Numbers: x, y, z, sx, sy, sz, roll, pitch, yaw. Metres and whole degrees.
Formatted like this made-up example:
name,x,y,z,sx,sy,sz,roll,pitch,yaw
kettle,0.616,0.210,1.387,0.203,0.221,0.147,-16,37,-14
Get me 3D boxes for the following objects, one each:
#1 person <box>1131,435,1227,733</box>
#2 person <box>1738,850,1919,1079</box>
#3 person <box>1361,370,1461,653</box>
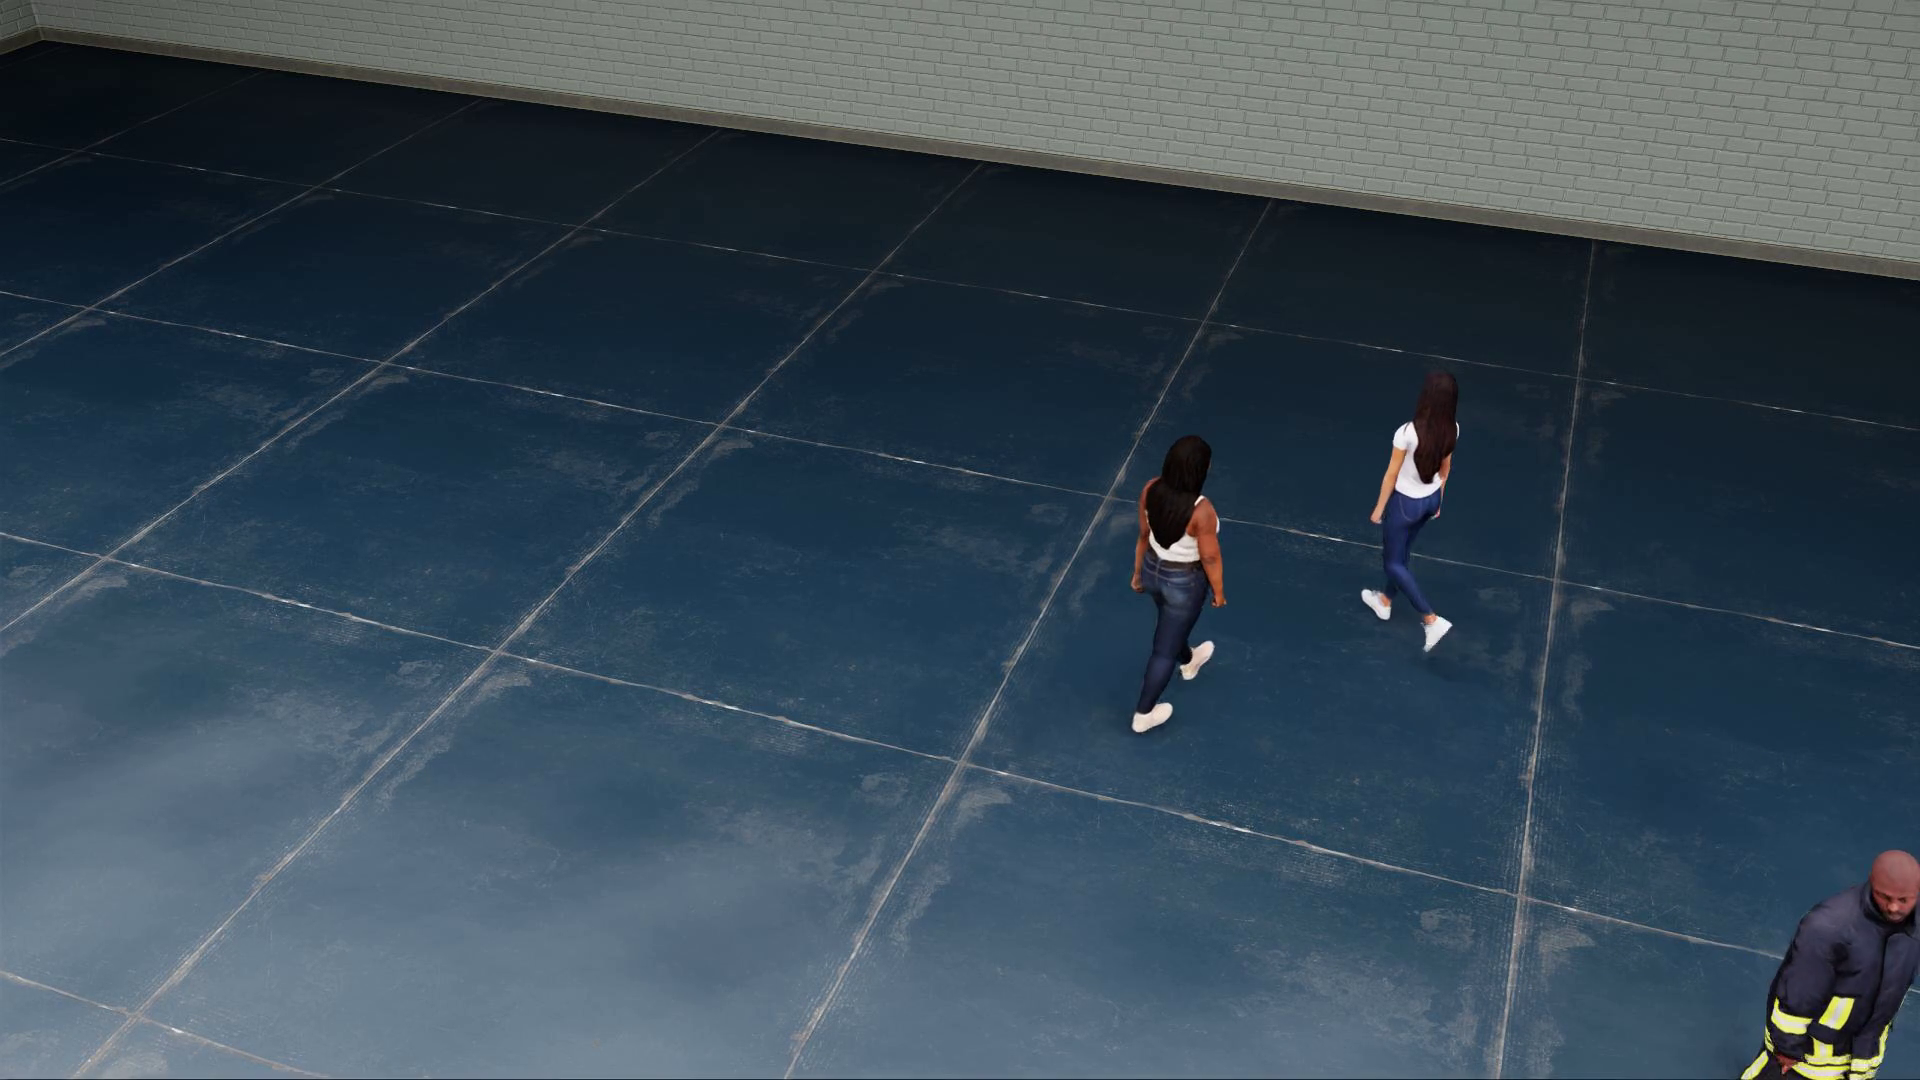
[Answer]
name,x,y,z,sx,sy,sz,roll,pitch,yaw
person,1.101,0.280,9.071,1.149,1.779,0.983,-25,40,-33
person,3.493,1.816,6.703,0.909,1.785,0.945,-11,35,-16
person,2.702,-0.145,9.744,1.034,1.756,1.063,-16,36,-23
